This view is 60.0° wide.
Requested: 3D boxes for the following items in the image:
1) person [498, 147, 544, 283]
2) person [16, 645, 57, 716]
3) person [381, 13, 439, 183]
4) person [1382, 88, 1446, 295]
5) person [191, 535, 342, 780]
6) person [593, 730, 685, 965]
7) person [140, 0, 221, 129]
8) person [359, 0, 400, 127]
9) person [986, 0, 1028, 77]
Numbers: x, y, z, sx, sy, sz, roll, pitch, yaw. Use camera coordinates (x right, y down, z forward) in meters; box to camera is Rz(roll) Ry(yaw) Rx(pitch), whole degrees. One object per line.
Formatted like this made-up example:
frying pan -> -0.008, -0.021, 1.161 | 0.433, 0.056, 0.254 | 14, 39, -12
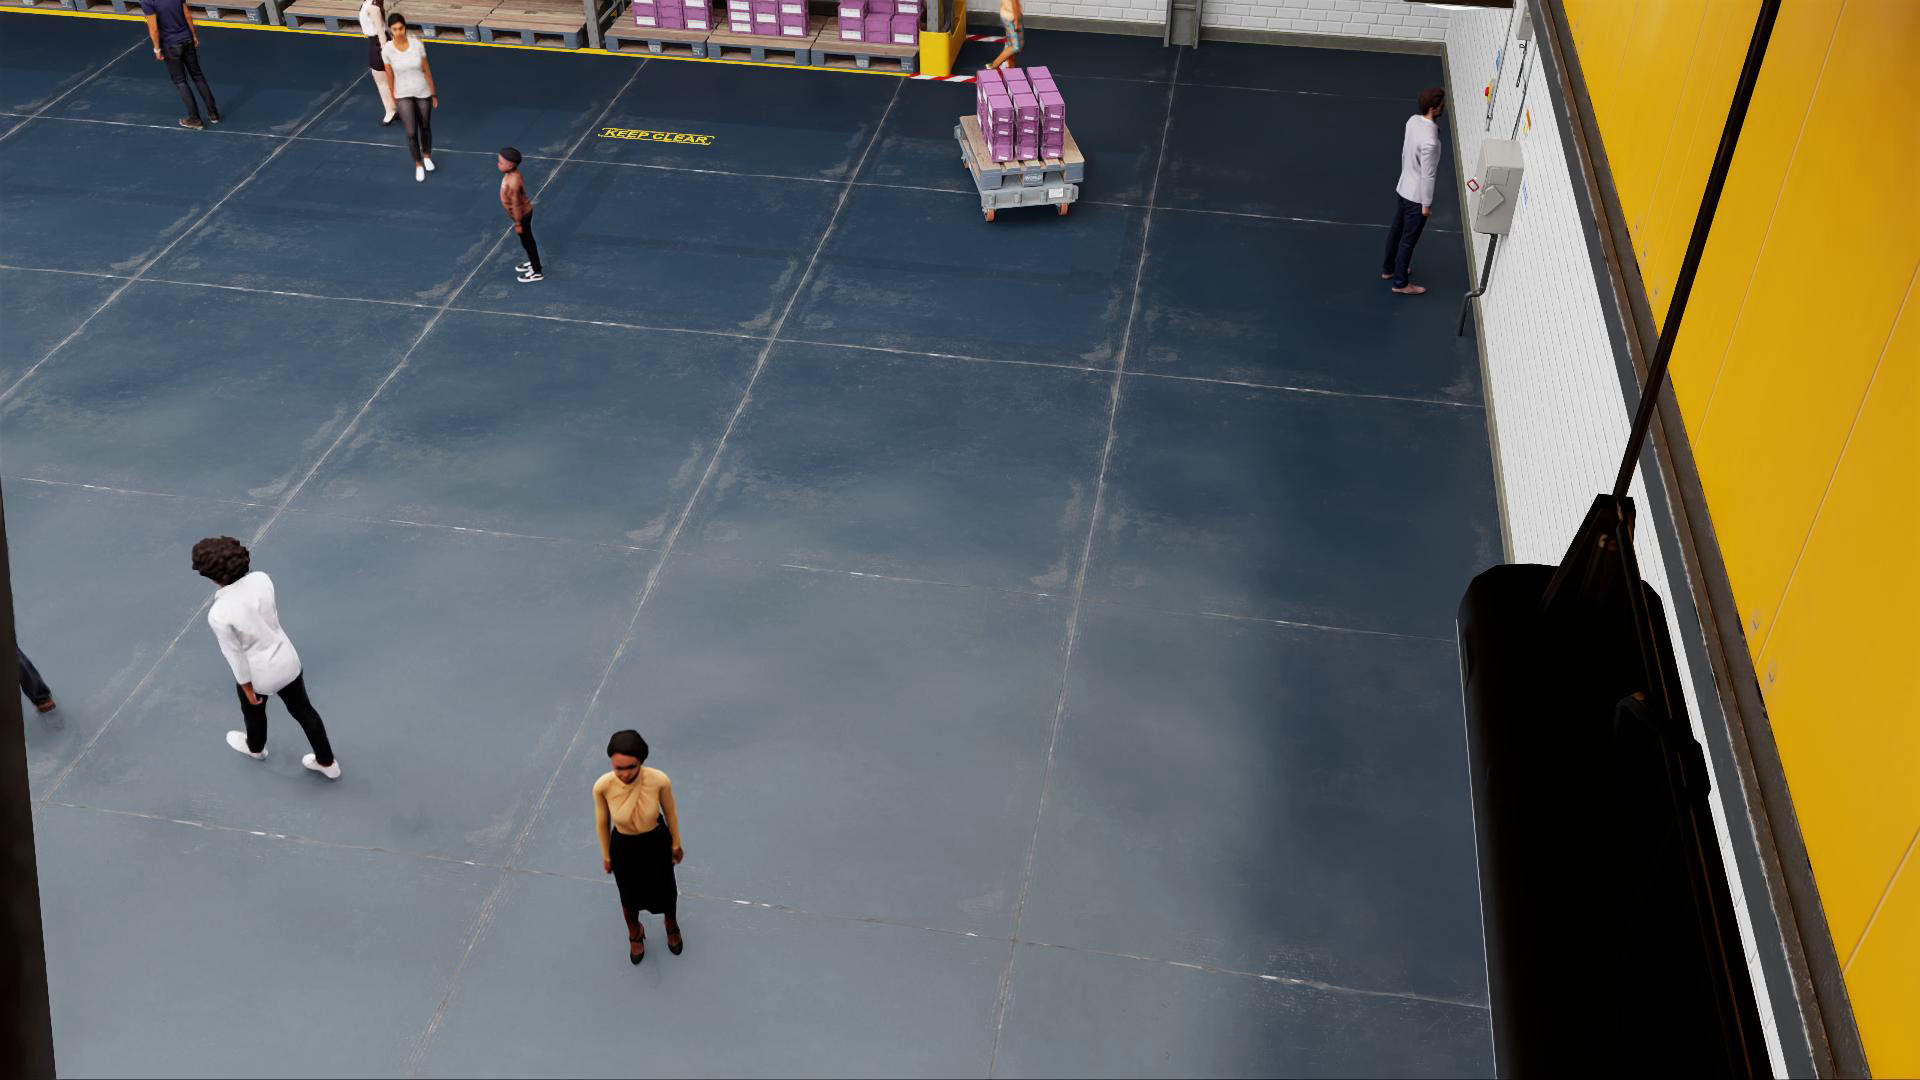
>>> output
person -> -3.905, -2.907, 14.797 | 0.583, 1.252, 0.577 | -9, 40, -12
person -> -6.117, 0.400, 10.235 | 1.292, 1.779, 1.021 | 24, 44, 27
person -> -5.401, -4.411, 16.380 | 0.790, 1.627, 0.833 | -19, 42, -22
person -> 3.967, -3.059, 14.506 | 0.689, 1.853, 0.743 | -5, 39, -6
person -> -4.020, 0.748, 9.805 | 1.088, 1.771, 0.839 | 19, 42, 22
person -> -1.681, 1.630, 8.795 | 0.589, 1.653, 0.704 | -7, 39, -8
person -> -8.051, -5.133, 17.157 | 0.718, 1.785, 0.762 | 25, 45, 28
person -> -5.910, -5.096, 17.233 | 0.945, 1.633, 0.798 | -13, 40, -15
person -> 0.510, -5.684, 18.115 | 0.863, 1.451, 0.747 | -13, 40, -16
